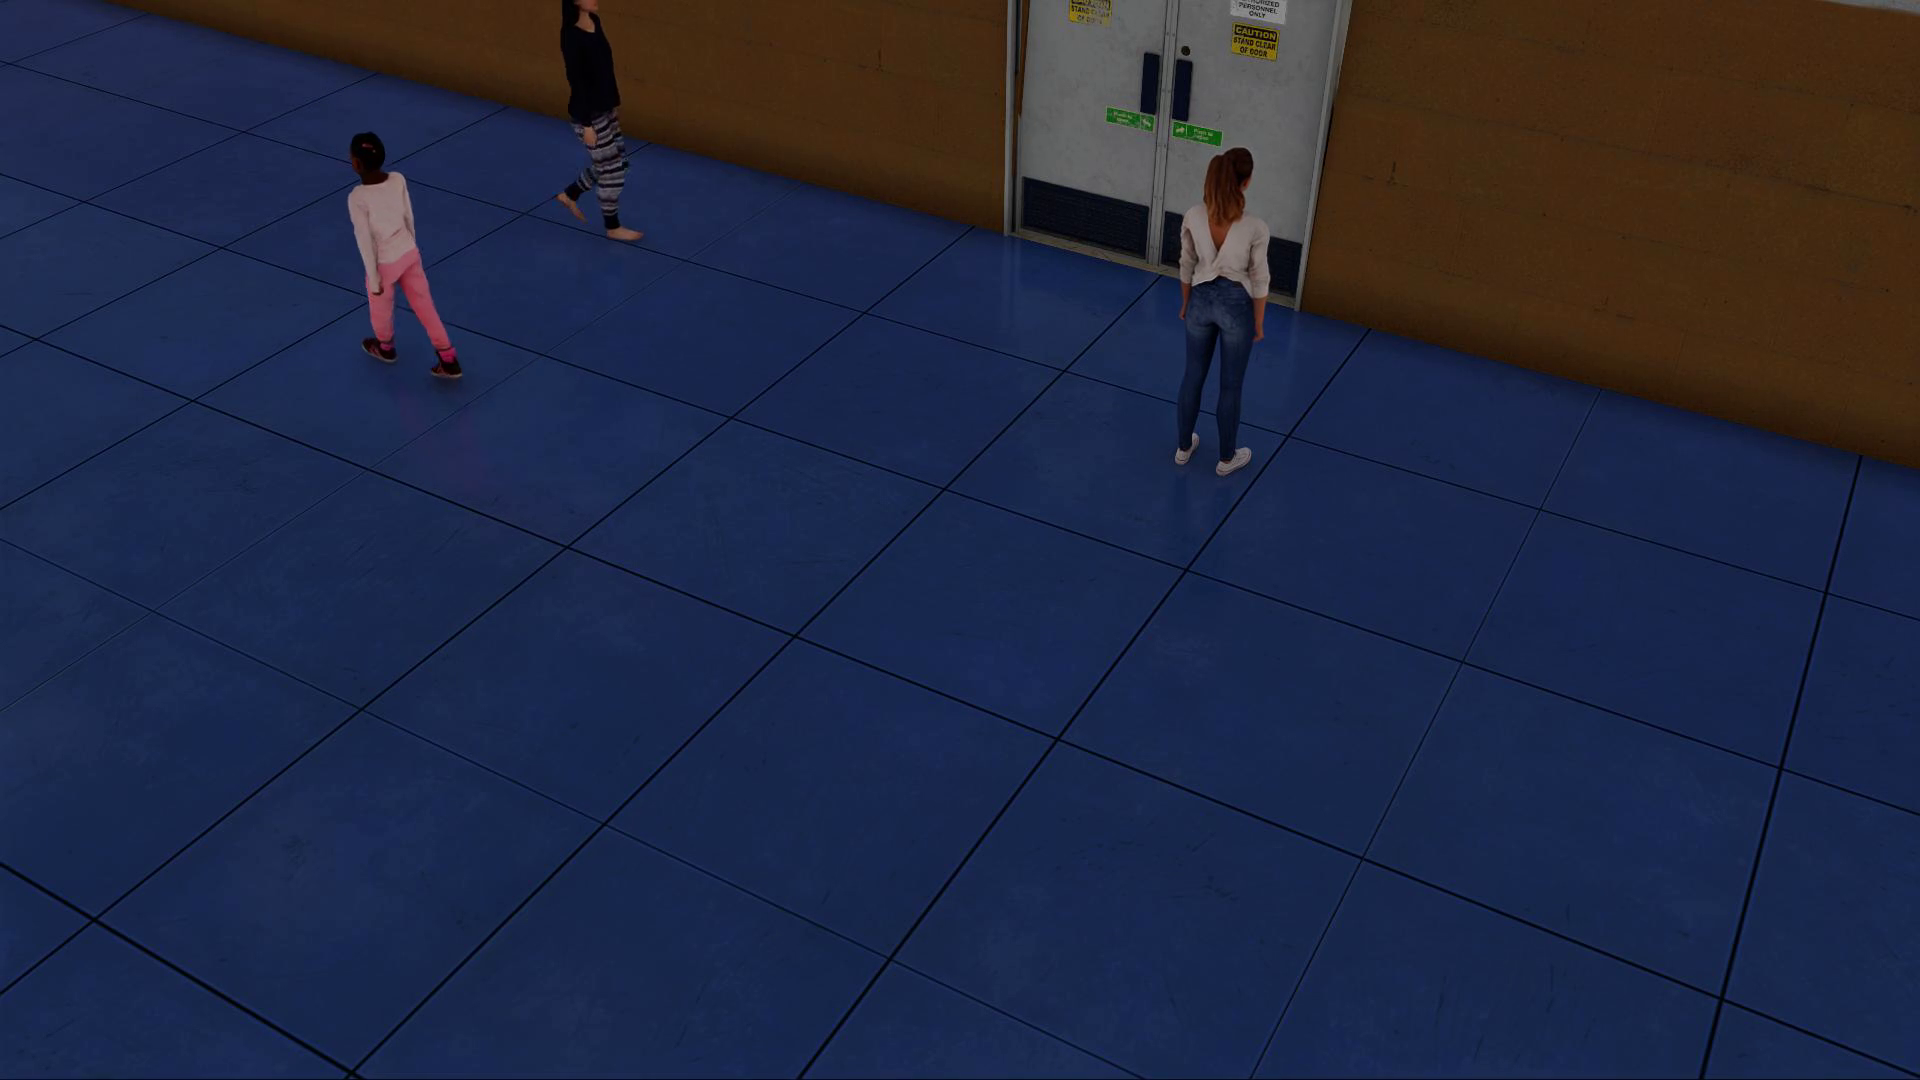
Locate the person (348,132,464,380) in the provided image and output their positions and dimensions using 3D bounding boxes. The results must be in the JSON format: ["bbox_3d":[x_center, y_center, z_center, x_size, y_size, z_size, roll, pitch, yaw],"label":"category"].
[{"bbox_3d":[-2.982,-1.481,8.887,0.713,1.416,0.967,25,43,29],"label":"person"}]

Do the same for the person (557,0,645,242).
[{"bbox_3d":[-2.307,-2.630,10.163,0.821,1.720,0.818,6,37,8],"label":"person"}]

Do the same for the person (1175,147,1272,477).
[{"bbox_3d":[1.270,-1.102,8.128,0.601,1.719,0.511,20,41,24],"label":"person"}]
